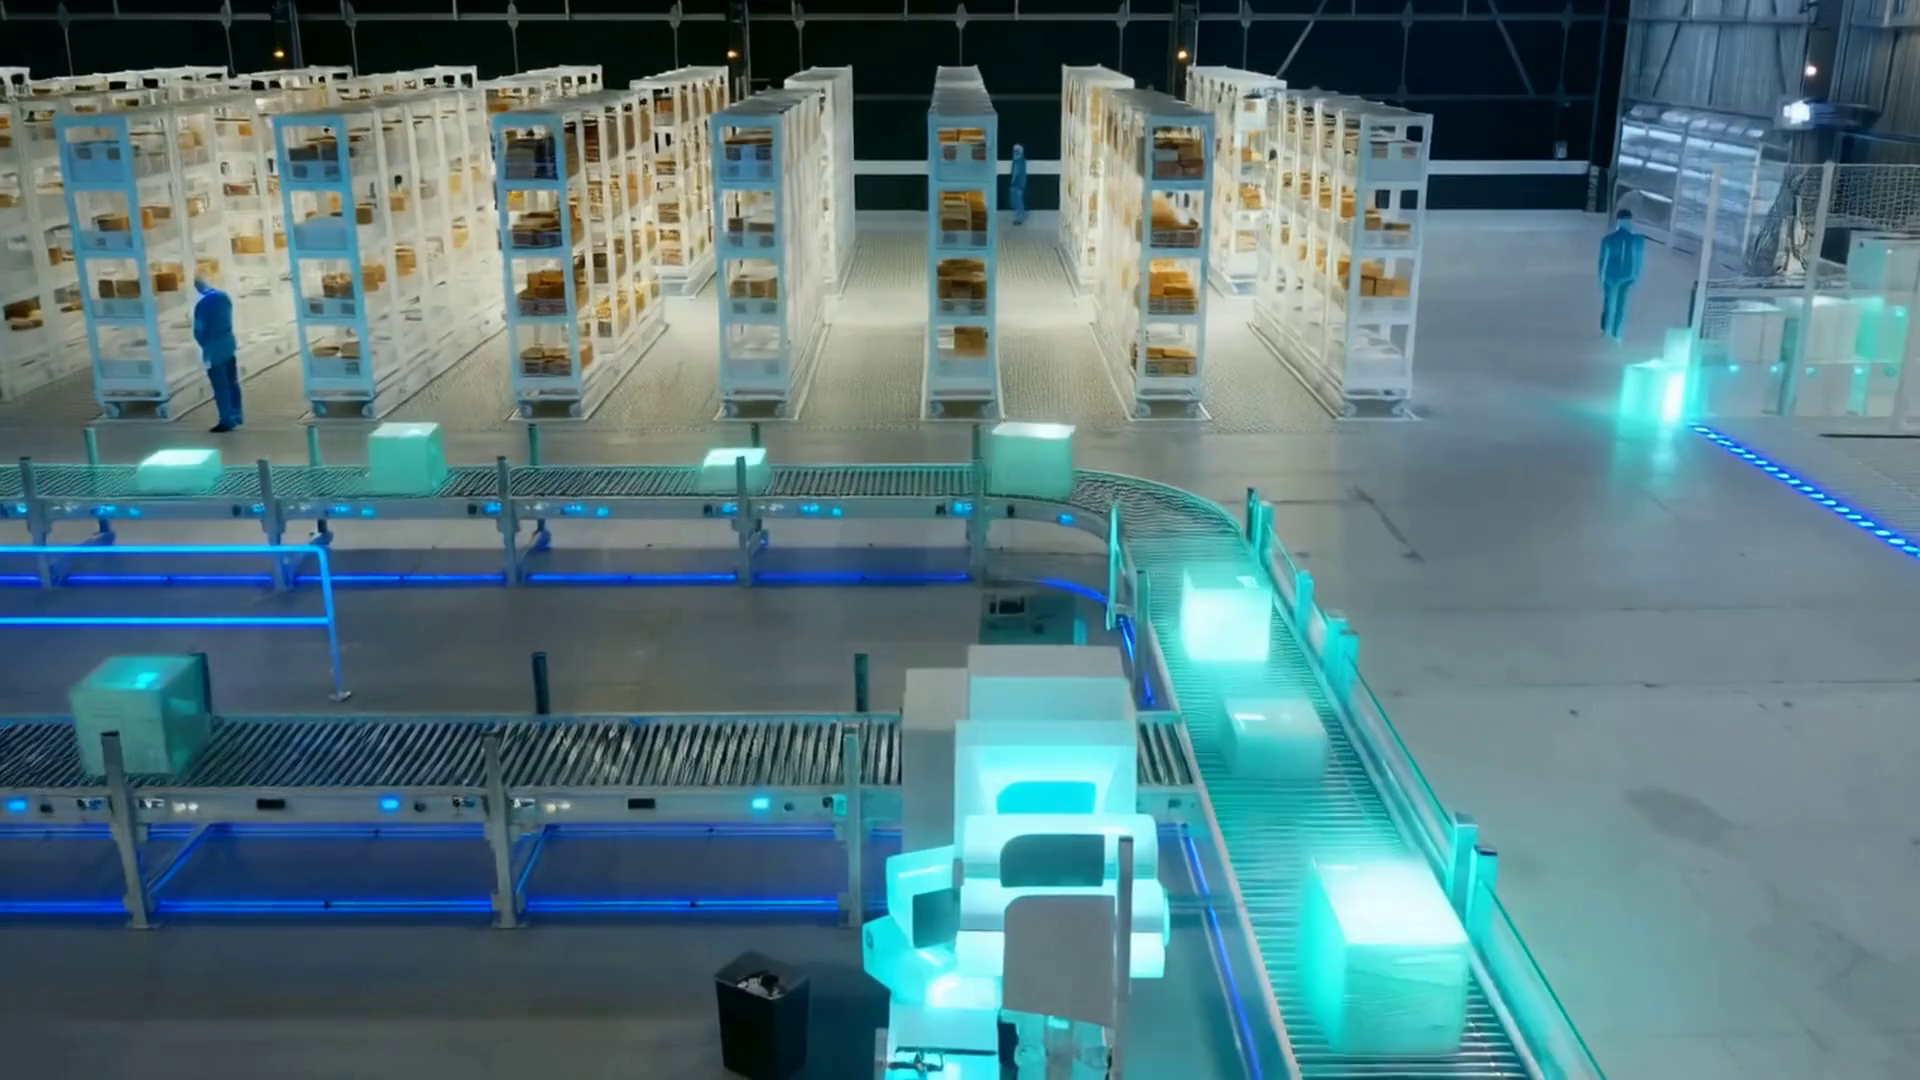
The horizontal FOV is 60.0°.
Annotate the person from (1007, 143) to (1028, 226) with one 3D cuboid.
[{"bbox_3d":[1.285,-7.918,37.075,0.425,1.821,0.617,-4,18,-13],"label":"person"}]

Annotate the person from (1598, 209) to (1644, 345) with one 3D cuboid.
[{"bbox_3d":[9.672,-3.862,24.416,0.595,1.940,1.052,7,19,21],"label":"person"}]

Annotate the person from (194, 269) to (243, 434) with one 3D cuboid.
[{"bbox_3d":[-8.645,-2.193,19.311,0.409,1.909,0.640,0,18,0],"label":"person"}]

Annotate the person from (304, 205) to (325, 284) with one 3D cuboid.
[{"bbox_3d":[-10.498,-4.669,27.045,0.390,1.839,0.564,0,18,0],"label":"person"}]
